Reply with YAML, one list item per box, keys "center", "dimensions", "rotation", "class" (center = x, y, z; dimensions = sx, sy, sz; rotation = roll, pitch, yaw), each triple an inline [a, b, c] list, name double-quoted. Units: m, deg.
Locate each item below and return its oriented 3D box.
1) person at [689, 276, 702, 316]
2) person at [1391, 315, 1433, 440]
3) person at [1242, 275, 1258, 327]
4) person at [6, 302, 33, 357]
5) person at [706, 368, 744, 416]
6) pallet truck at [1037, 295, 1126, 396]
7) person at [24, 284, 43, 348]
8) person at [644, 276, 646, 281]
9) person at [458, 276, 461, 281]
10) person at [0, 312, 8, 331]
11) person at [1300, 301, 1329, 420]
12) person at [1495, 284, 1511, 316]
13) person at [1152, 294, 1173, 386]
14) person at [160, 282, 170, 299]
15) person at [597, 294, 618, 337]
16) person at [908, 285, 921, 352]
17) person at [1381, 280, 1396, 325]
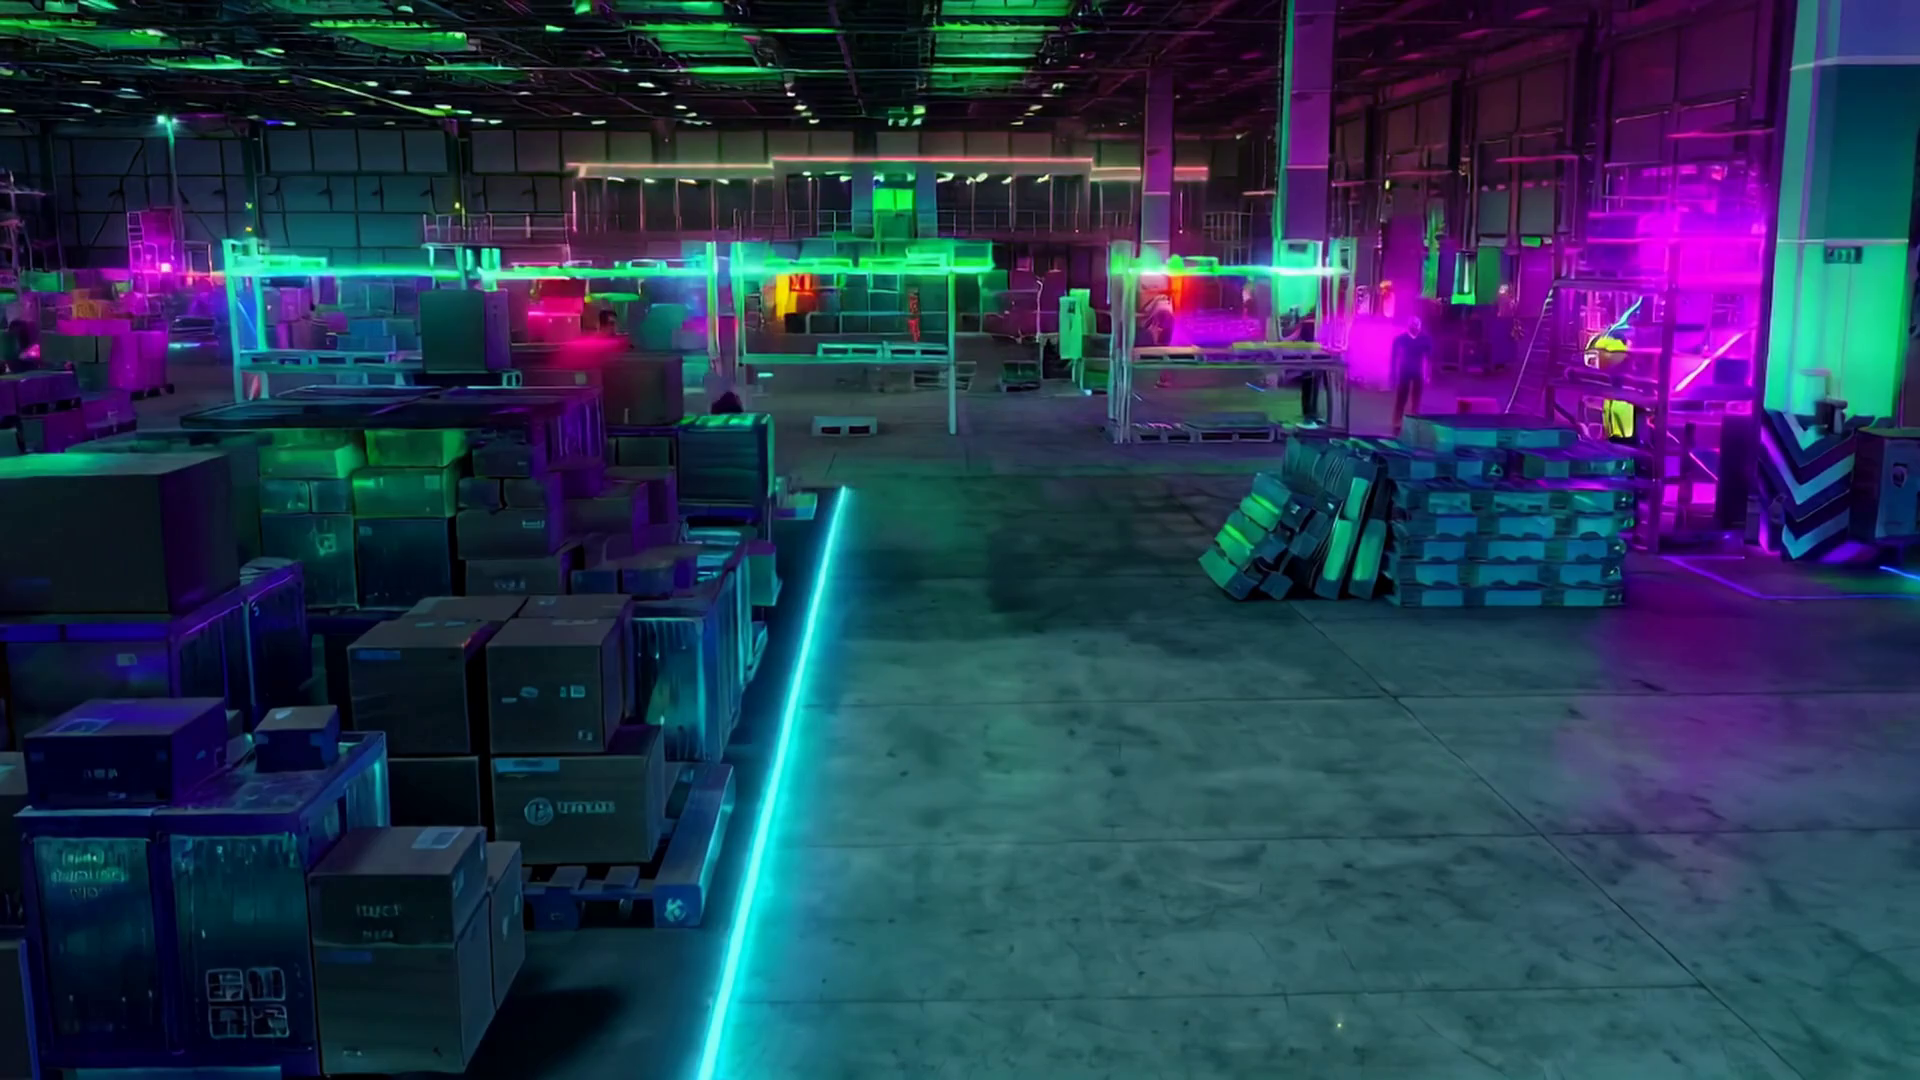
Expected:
- center: [-8.649, -7.546, 53.702]
  dimensions: [0.791, 1.906, 0.565]
  rotation: [5, 11, 25]
  class: "person"
- center: [6.825, -2.428, 25.141]
  dimensions: [0.629, 1.937, 0.379]
  rotation: [-1, 10, -4]
  class: "person"
- center: [9.787, -8.019, 56.260]
  dimensions: [0.615, 1.943, 0.409]
  rotation: [-7, 13, -36]
  class: "person"
- center: [-17.116, -3.389, 30.469]
  dimensions: [0.793, 1.945, 0.613]
  rotation: [-1, 10, -7]
  class: "person"
- center: [-2.372, -0.775, 16.305]
  dimensions: [0.796, 1.799, 0.641]
  rotation: [-1, 10, -7]
  class: "person"
- center: [2.483, -3.881, 33.060]
  dimensions: [1.885, 1.965, 0.823]
  rotation: [-7, 13, -36]
  class: "pallet truck"
- center: [-26.436, -6.398, 47.539]
  dimensions: [0.602, 1.830, 0.404]
  rotation: [6, 12, 30]
  class: "person"
- center: [-11.625, -8.843, 60.981]
  dimensions: [0.634, 1.897, 0.607]
  rotation: [7, 13, 36]
  class: "person"
- center: [-17.436, -8.367, 58.368]
  dimensions: [0.358, 1.885, 0.572]
  rotation: [-7, 13, -36]
  class: "person"
- center: [-23.794, -5.119, 41.091]
  dimensions: [0.518, 1.579, 0.868]
  rotation: [0, 10, -2]
  class: "person"
- center: [6.102, -3.072, 28.433]
  dimensions: [0.536, 2.000, 0.676]
  rotation: [6, 12, 29]
  class: "person"
- center: [15.616, -6.441, 47.869]
  dimensions: [0.507, 1.811, 0.961]
  rotation: [-1, 10, -5]
  class: "person"
- center: [4.267, -4.215, 35.115]
  dimensions: [0.384, 1.928, 0.589]
  rotation: [8, 13, 39]
  class: "person"
- center: [-25.480, -7.407, 53.421]
  dimensions: [0.323, 1.739, 0.489]
  rotation: [-4, 11, -23]
  class: "person"
- center: [-7.400, -4.250, 35.326]
  dimensions: [0.581, 1.917, 0.608]
  rotation: [6, 12, 30]
  class: "person"
- center: [-1.211, -5.836, 44.307]
  dimensions: [0.353, 1.877, 0.573]
  rotation: [-3, 11, -17]
  class: "person"
- center: [11.650, -6.082, 45.353]
  dimensions: [0.391, 1.987, 0.608]
  rotation: [-2, 10, -11]
  class: "person"
